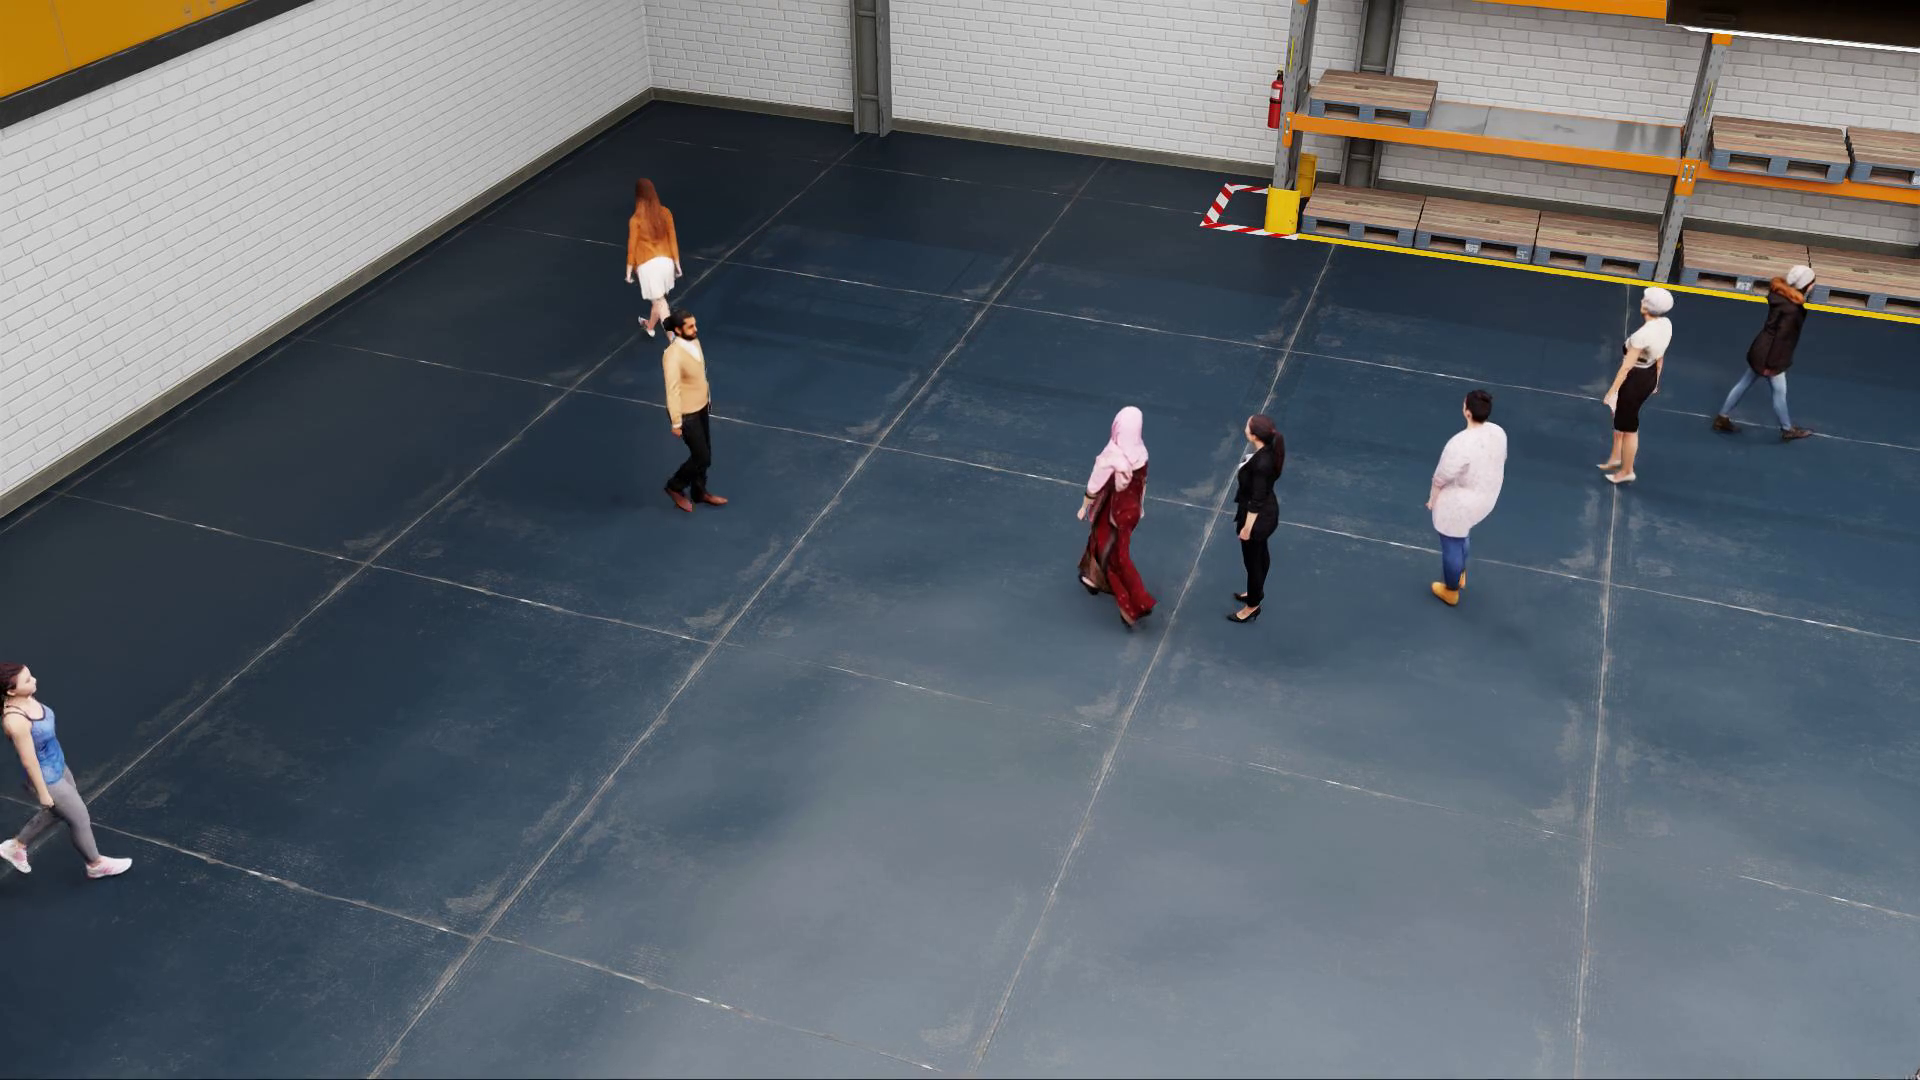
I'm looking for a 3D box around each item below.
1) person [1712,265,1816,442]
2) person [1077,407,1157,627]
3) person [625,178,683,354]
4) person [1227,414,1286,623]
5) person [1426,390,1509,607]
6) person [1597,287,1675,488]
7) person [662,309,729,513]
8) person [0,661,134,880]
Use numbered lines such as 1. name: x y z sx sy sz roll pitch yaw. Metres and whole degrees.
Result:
1. person: 6.749 -1.570 14.007 1.050 1.595 0.731 6 34 8
2. person: 1.165 -0.146 11.869 0.936 1.589 1.117 -29 43 -36
3. person: -2.745 -2.434 15.236 0.969 1.674 1.172 -27 42 -34
4. person: 2.122 -0.158 11.823 0.539 1.661 0.596 13 36 19
5. person: 3.674 -0.271 11.926 0.852 1.735 0.910 -15 36 -21
6. person: 5.479 -1.171 13.274 0.795 1.742 0.833 -27 42 -34
7. person: -2.182 -1.014 13.038 0.756 1.741 0.716 6 34 8
8. person: -5.335 1.371 9.582 0.988 1.595 0.899 -11 35 -17
